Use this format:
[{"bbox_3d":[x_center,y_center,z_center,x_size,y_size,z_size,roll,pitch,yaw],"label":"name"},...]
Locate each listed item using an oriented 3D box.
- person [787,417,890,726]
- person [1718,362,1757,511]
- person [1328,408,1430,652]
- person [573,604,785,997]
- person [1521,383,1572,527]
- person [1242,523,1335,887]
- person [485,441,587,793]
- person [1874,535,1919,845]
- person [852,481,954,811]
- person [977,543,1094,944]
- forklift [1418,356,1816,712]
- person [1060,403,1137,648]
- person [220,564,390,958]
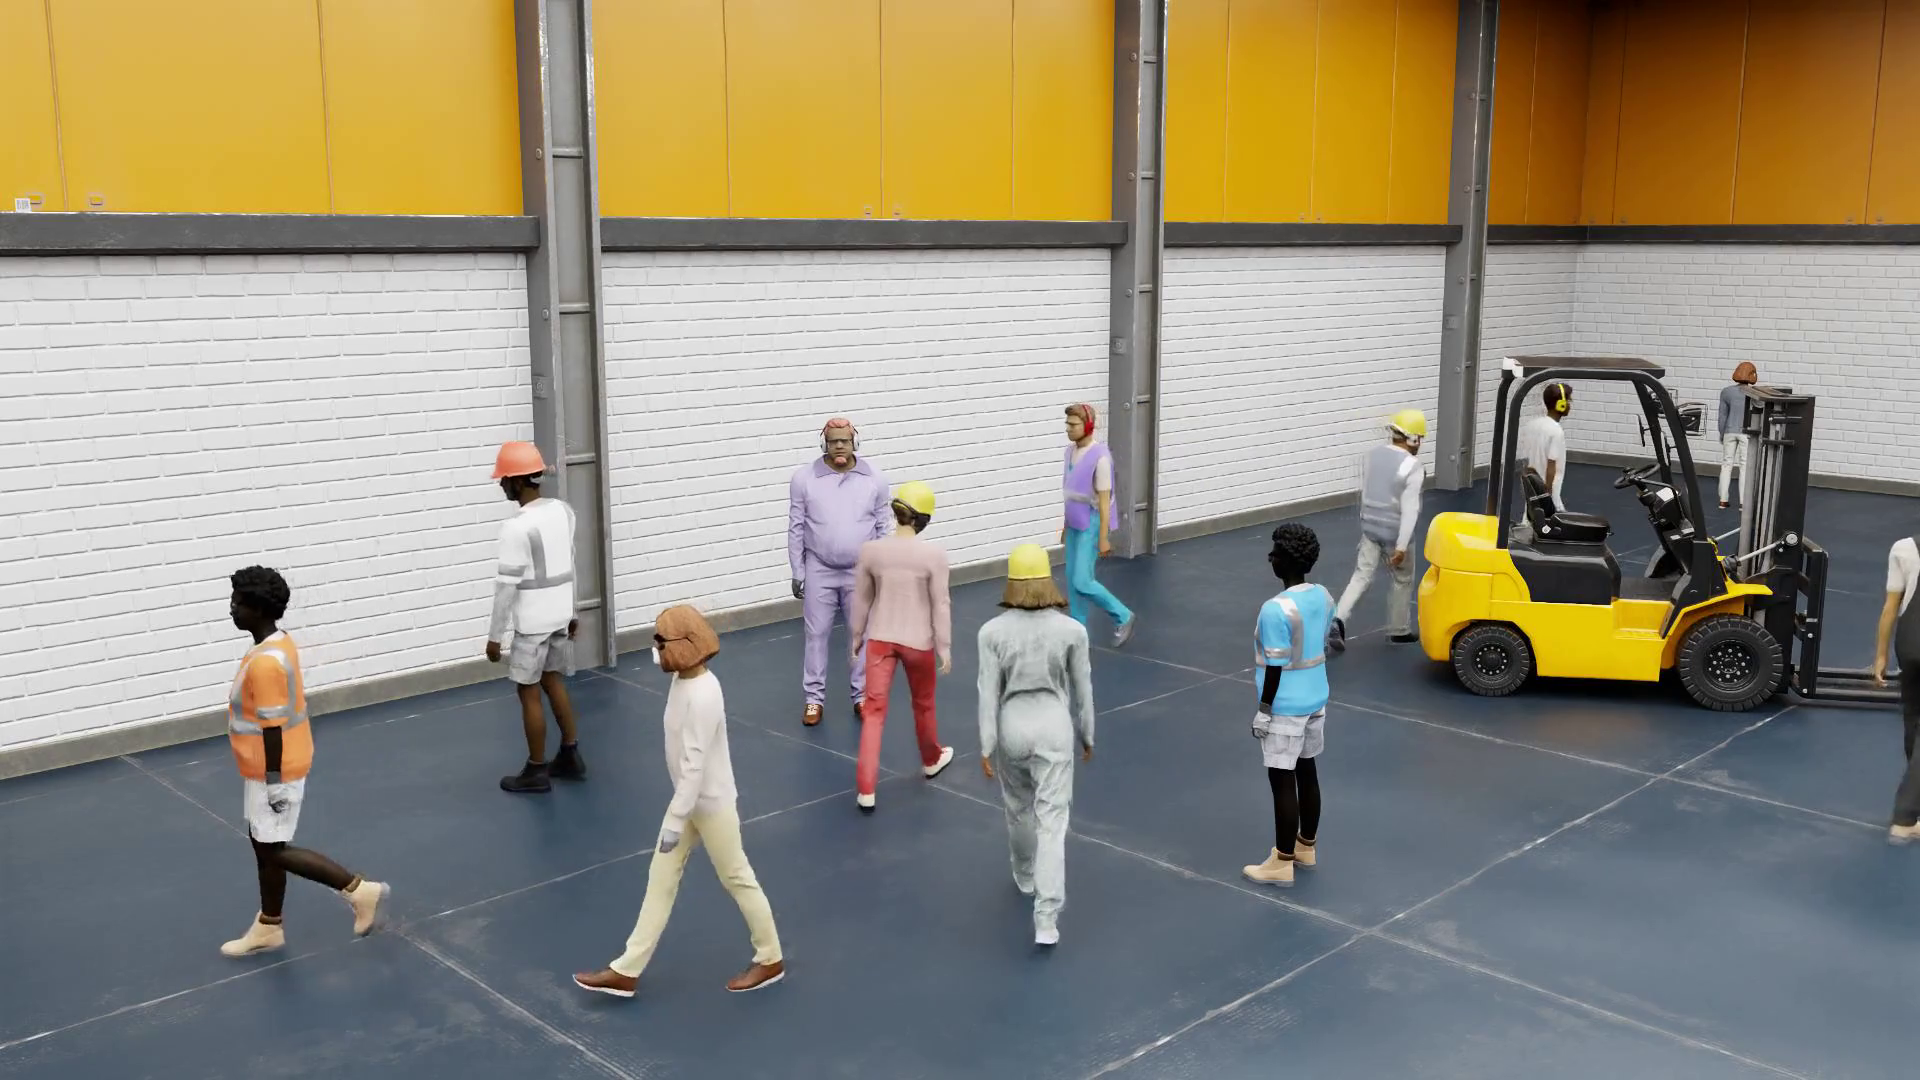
[{"bbox_3d":[-0.737,0.193,10.257,0.639,1.910,0.407,-2,11,-10],"label":"person"},{"bbox_3d":[8.578,-1.142,18.279,0.279,1.634,0.499,-8,13,-37],"label":"person"},{"bbox_3d":[3.047,-0.061,11.975,0.862,1.792,0.593,-8,13,-35],"label":"person"},{"bbox_3d":[-1.077,1.040,6.493,0.846,1.586,0.508,-5,11,-24],"label":"person"},{"bbox_3d":[4.777,-0.388,13.674,0.983,1.827,0.526,-1,10,-7],"label":"person"},{"bbox_3d":[1.533,0.760,7.738,0.318,1.697,0.535,8,13,37],"label":"person"},{"bbox_3d":[-2.292,0.421,8.955,0.399,1.924,0.601,4,11,20],"label":"person"},{"bbox_3d":[4.972,0.587,8.399,0.967,1.792,0.523,-10,14,-43],"label":"person"},{"bbox_3d":[-0.306,0.538,8.920,0.595,1.692,0.926,3,11,16],"label":"person"},{"bbox_3d":[0.329,0.852,7.256,0.505,1.691,0.940,0,10,3],"label":"person"},{"bbox_3d":[4.276,-0.101,11.076,2.313,2.155,1.214,2,11,13],"label":"forklift"},{"bbox_3d":[0.944,-0.077,11.930,0.512,1.828,0.573,-4,11,-20],"label":"person"},{"bbox_3d":[-2.769,0.924,6.899,0.625,1.679,0.540,-3,11,-17],"label":"person"}]
